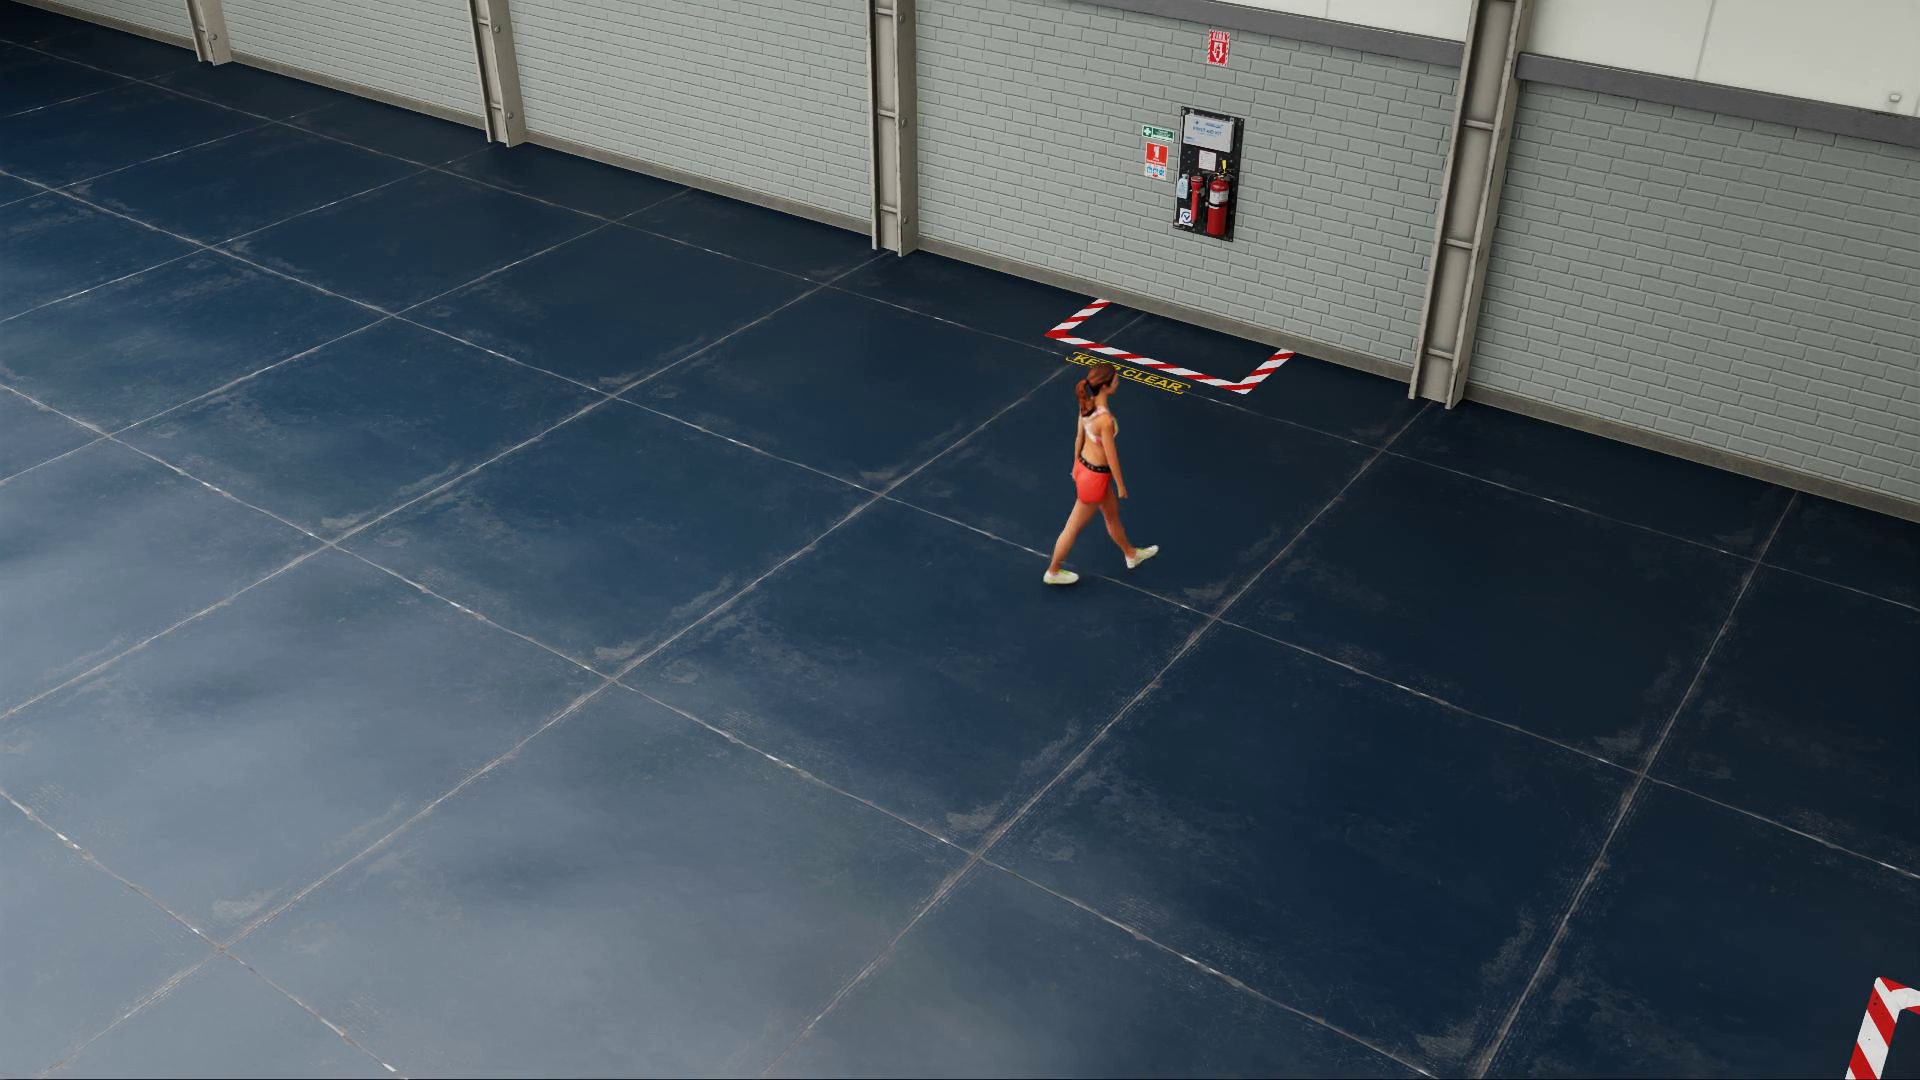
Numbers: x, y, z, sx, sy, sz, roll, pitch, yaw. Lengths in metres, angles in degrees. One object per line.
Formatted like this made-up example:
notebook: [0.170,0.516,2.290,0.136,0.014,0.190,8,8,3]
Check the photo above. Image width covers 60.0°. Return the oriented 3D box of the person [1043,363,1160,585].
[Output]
person: [0.854,-0.402,11.756,1.095,1.749,1.109,-9,33,-14]
